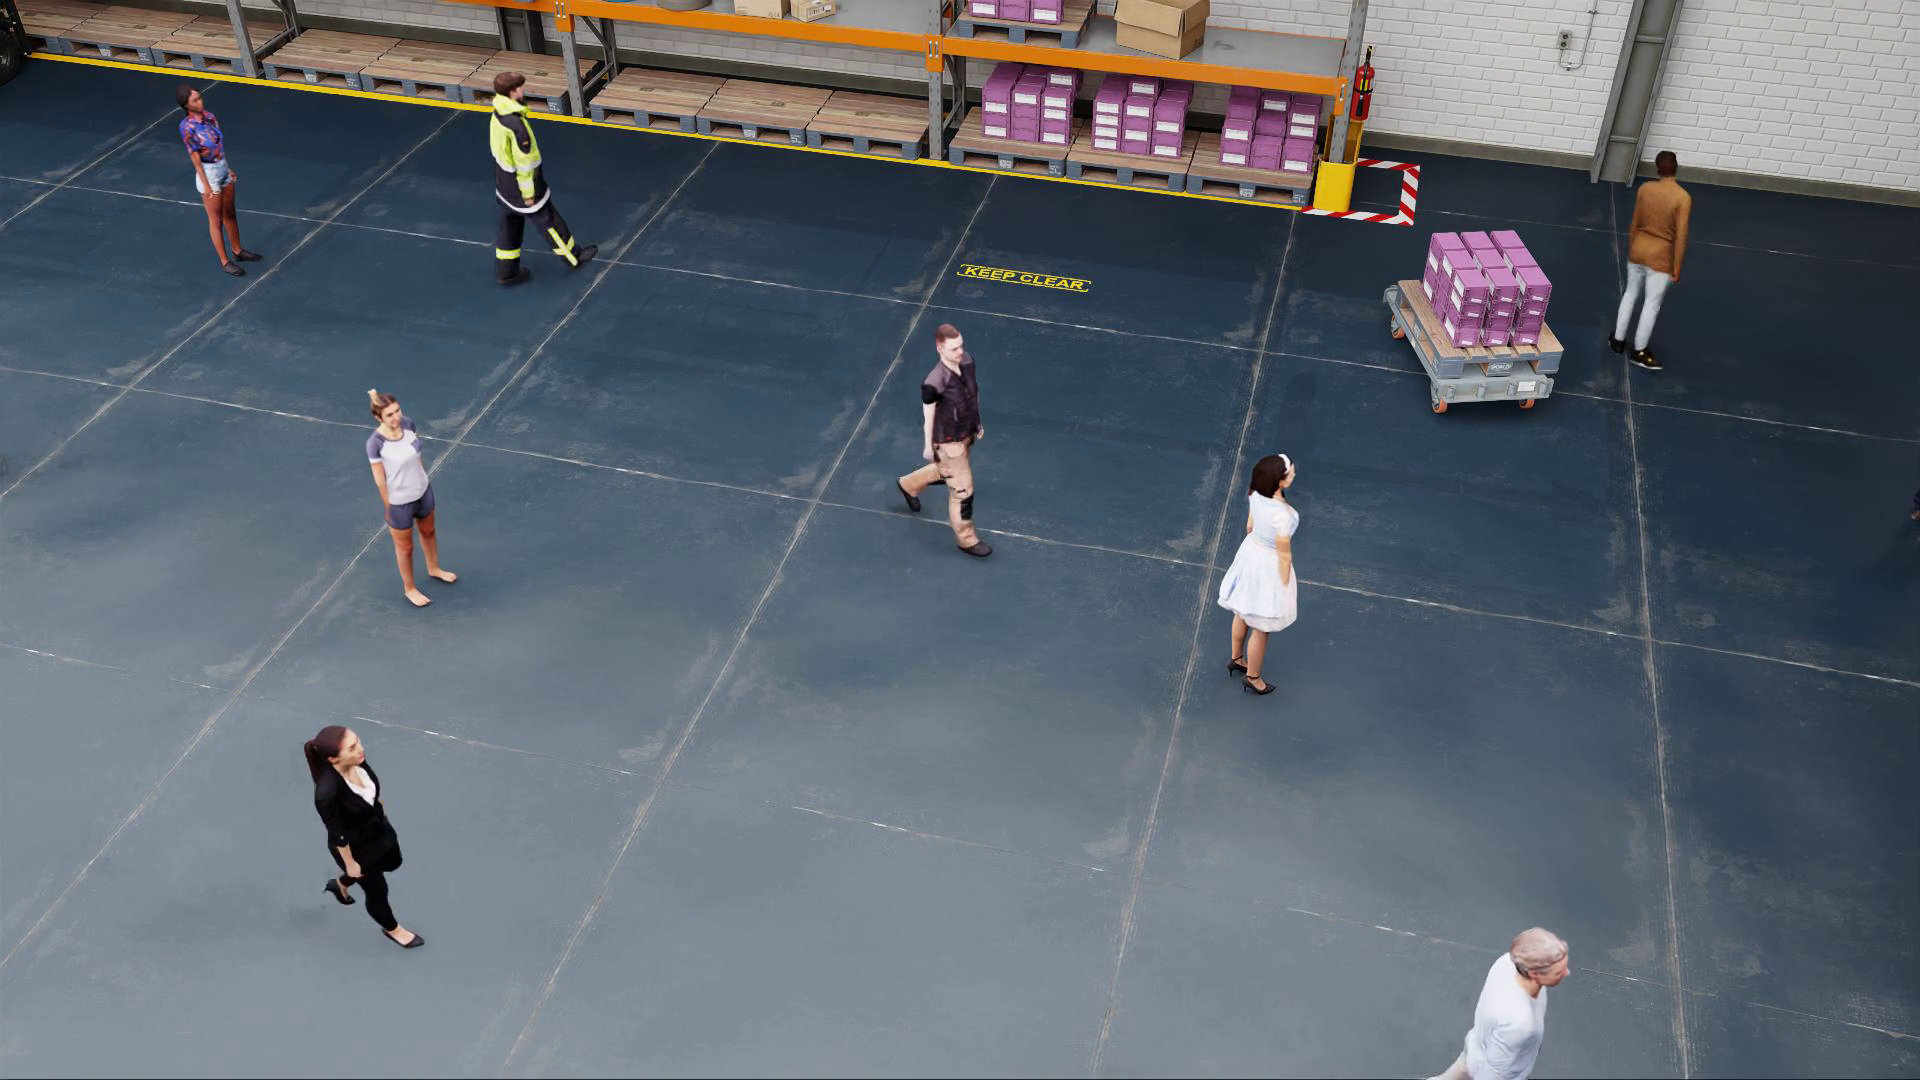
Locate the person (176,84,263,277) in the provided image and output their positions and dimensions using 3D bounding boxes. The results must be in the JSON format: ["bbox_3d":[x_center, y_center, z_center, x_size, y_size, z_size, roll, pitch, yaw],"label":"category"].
[{"bbox_3d":[-6.666,-3.230,14.849,0.504,1.741,0.582,9,40,11],"label":"person"}]

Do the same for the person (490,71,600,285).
[{"bbox_3d":[-3.938,-3.118,14.554,1.294,1.934,1.268,-24,44,-27],"label":"person"}]

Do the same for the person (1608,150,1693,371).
[{"bbox_3d":[5.694,-2.292,13.632,0.911,1.793,0.774,-18,42,-22],"label":"person"}]

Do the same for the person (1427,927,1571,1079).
[{"bbox_3d":[2.386,2.412,7.701,1.244,1.845,0.750,13,40,16],"label":"person"}]

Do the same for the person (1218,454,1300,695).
[{"bbox_3d":[1.907,0.219,10.467,0.905,1.818,0.854,-14,41,-16],"label":"person"}]

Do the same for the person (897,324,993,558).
[{"bbox_3d":[-0.138,-0.763,11.705,1.219,1.809,0.883,21,43,25],"label":"person"}]

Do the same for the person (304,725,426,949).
[{"bbox_3d":[-3.276,1.590,8.889,0.831,1.646,0.644,6,39,7],"label":"person"}]

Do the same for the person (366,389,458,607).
[{"bbox_3d":[-3.762,-0.311,11.286,0.606,1.624,0.640,20,43,23],"label":"person"}]
